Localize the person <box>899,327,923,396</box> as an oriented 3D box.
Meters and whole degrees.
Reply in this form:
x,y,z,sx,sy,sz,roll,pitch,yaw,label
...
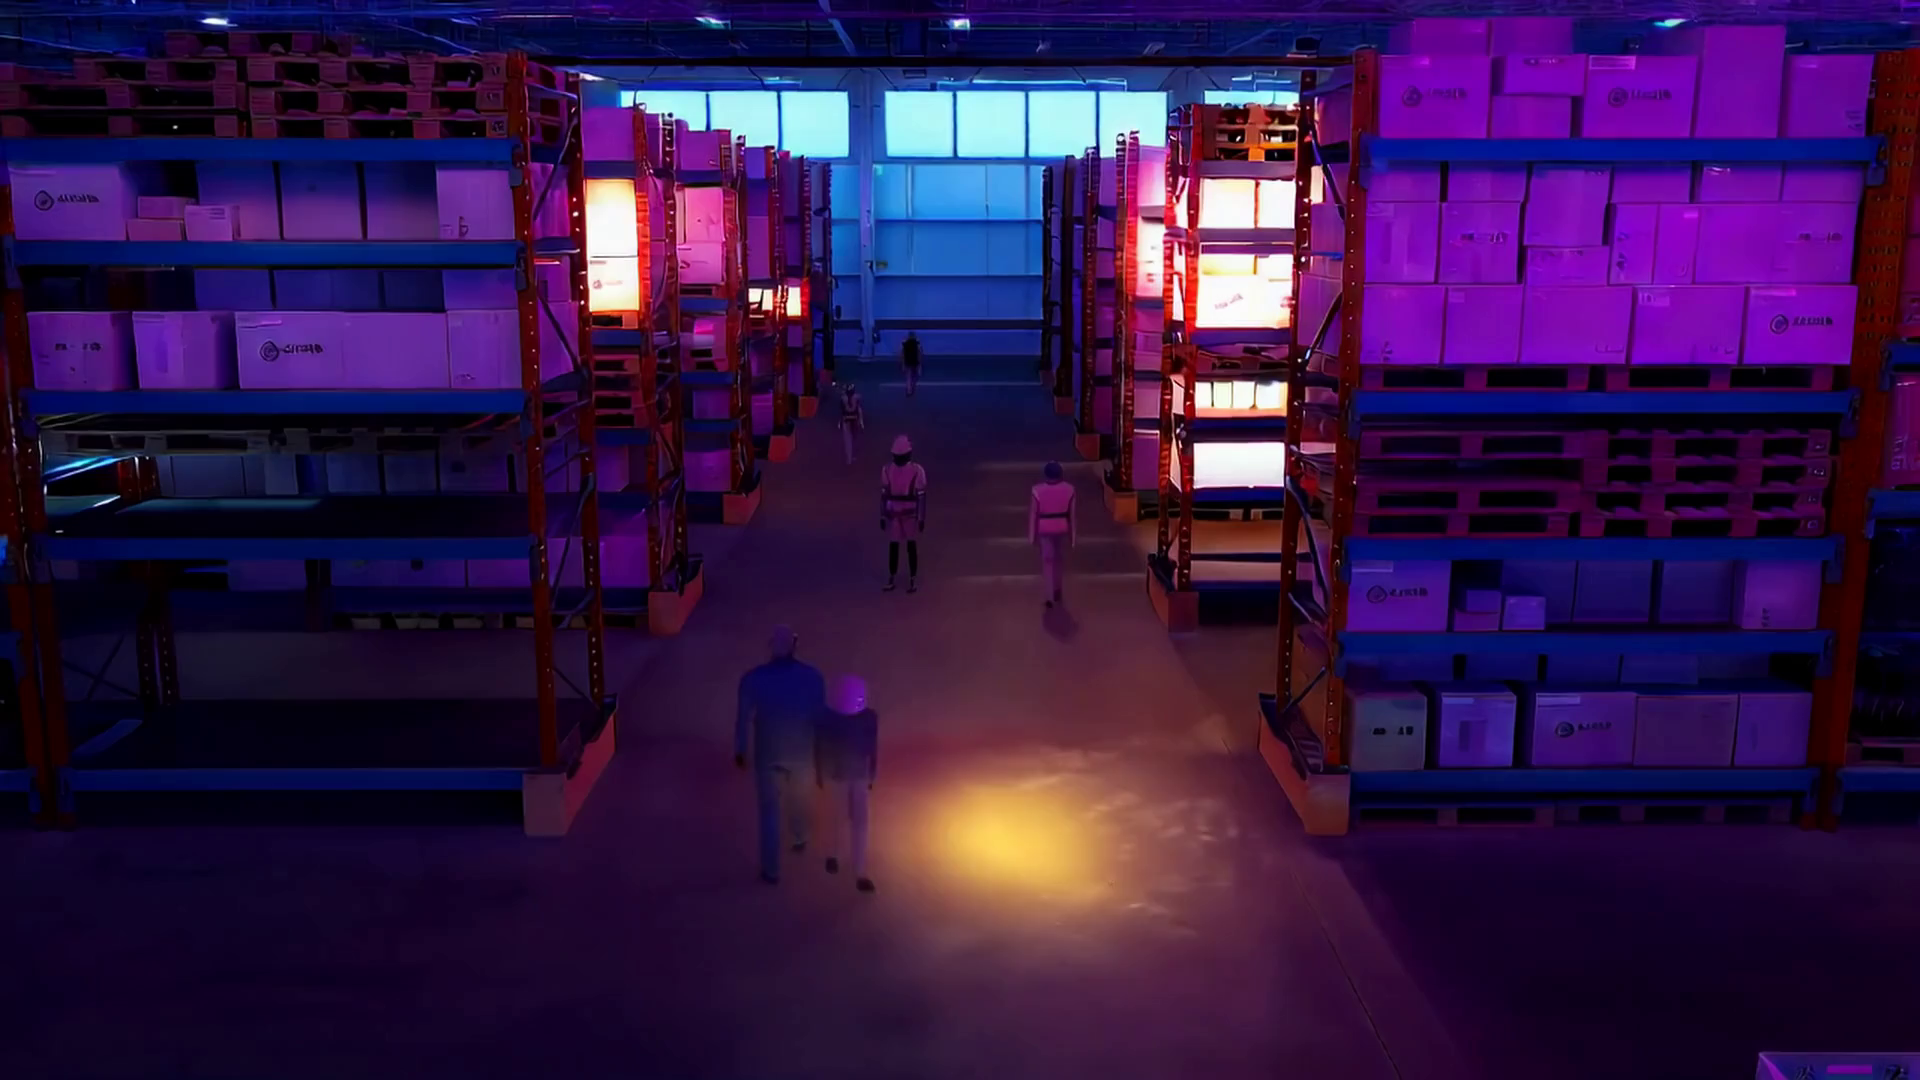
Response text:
x,y,z,sx,sy,sz,roll,pitch,yaw,label
-1.265,-4.607,43.173,0.631,1.823,0.694,1,11,3,person

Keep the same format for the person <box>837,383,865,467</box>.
x,y,z,sx,sy,sz,roll,pitch,yaw,label
-2.091,-2.225,31.930,0.526,1.595,0.877,-2,12,-8,person

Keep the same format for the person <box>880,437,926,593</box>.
x,y,z,sx,sy,sz,roll,pitch,yaw,label
-0.738,-0.322,21.387,0.609,2.040,0.394,3,12,17,person

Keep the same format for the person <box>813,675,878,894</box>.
x,y,z,sx,sy,sz,roll,pitch,yaw,label
-0.827,1.768,12.166,0.517,1.582,0.857,-3,12,-16,person

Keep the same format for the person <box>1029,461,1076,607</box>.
x,y,z,sx,sy,sz,roll,pitch,yaw,label
1.159,-0.098,20.898,0.586,1.785,0.978,0,11,1,person

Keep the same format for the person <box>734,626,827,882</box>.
x,y,z,sx,sy,sz,roll,pitch,yaw,label
-1.338,1.565,12.523,0.724,1.845,0.987,-1,11,-3,person
